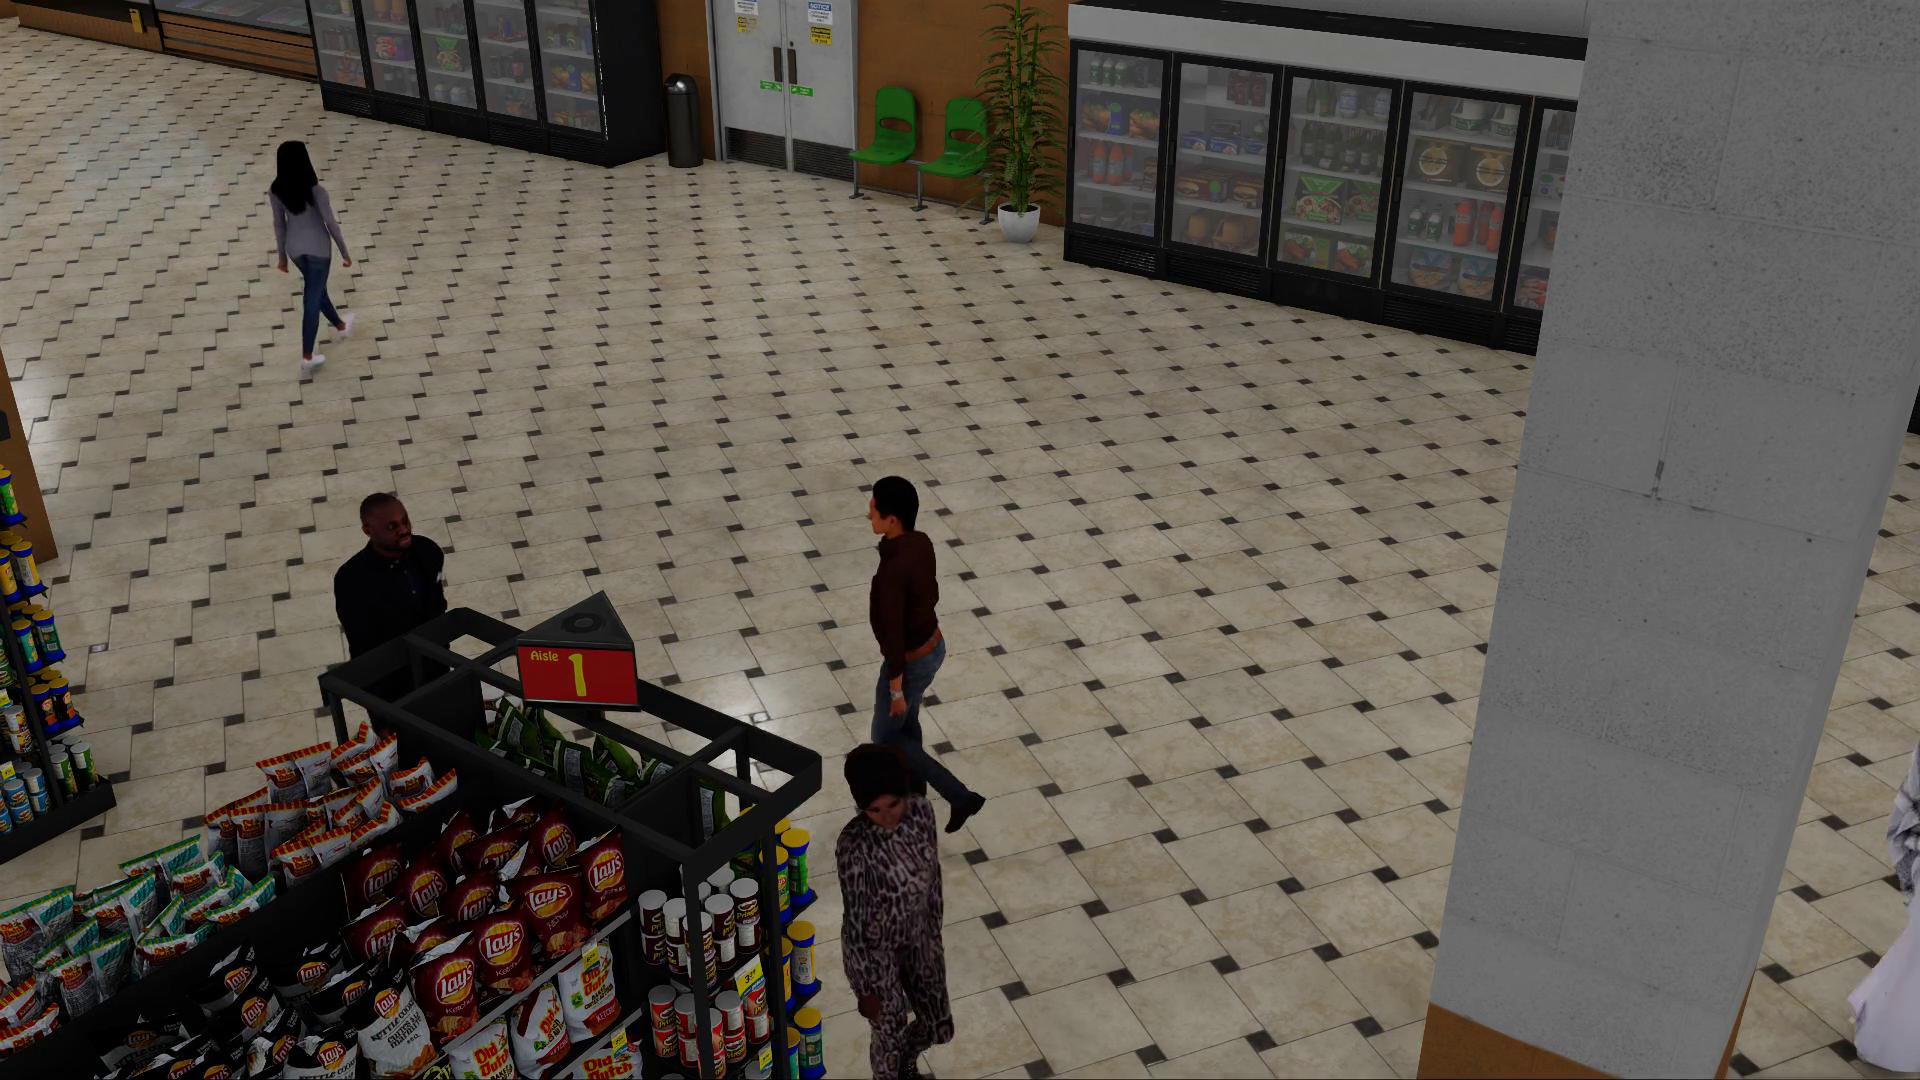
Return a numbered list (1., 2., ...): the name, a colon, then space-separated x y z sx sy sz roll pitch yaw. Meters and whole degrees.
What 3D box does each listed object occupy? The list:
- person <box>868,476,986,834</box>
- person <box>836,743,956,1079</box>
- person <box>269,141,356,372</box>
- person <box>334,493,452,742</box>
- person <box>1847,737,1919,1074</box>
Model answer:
1. person: -0.134 0.558 7.276 0.872 1.760 0.859 10 28 18
2. person: -0.305 1.380 5.729 0.623 1.694 0.725 -22 34 -37
3. person: -4.985 -2.116 12.631 0.953 1.686 1.230 5 27 9
4. person: -2.432 0.617 7.152 0.766 1.767 1.082 17 32 30
5. person: 3.485 1.144 5.948 0.962 1.916 0.899 -1 27 -2
